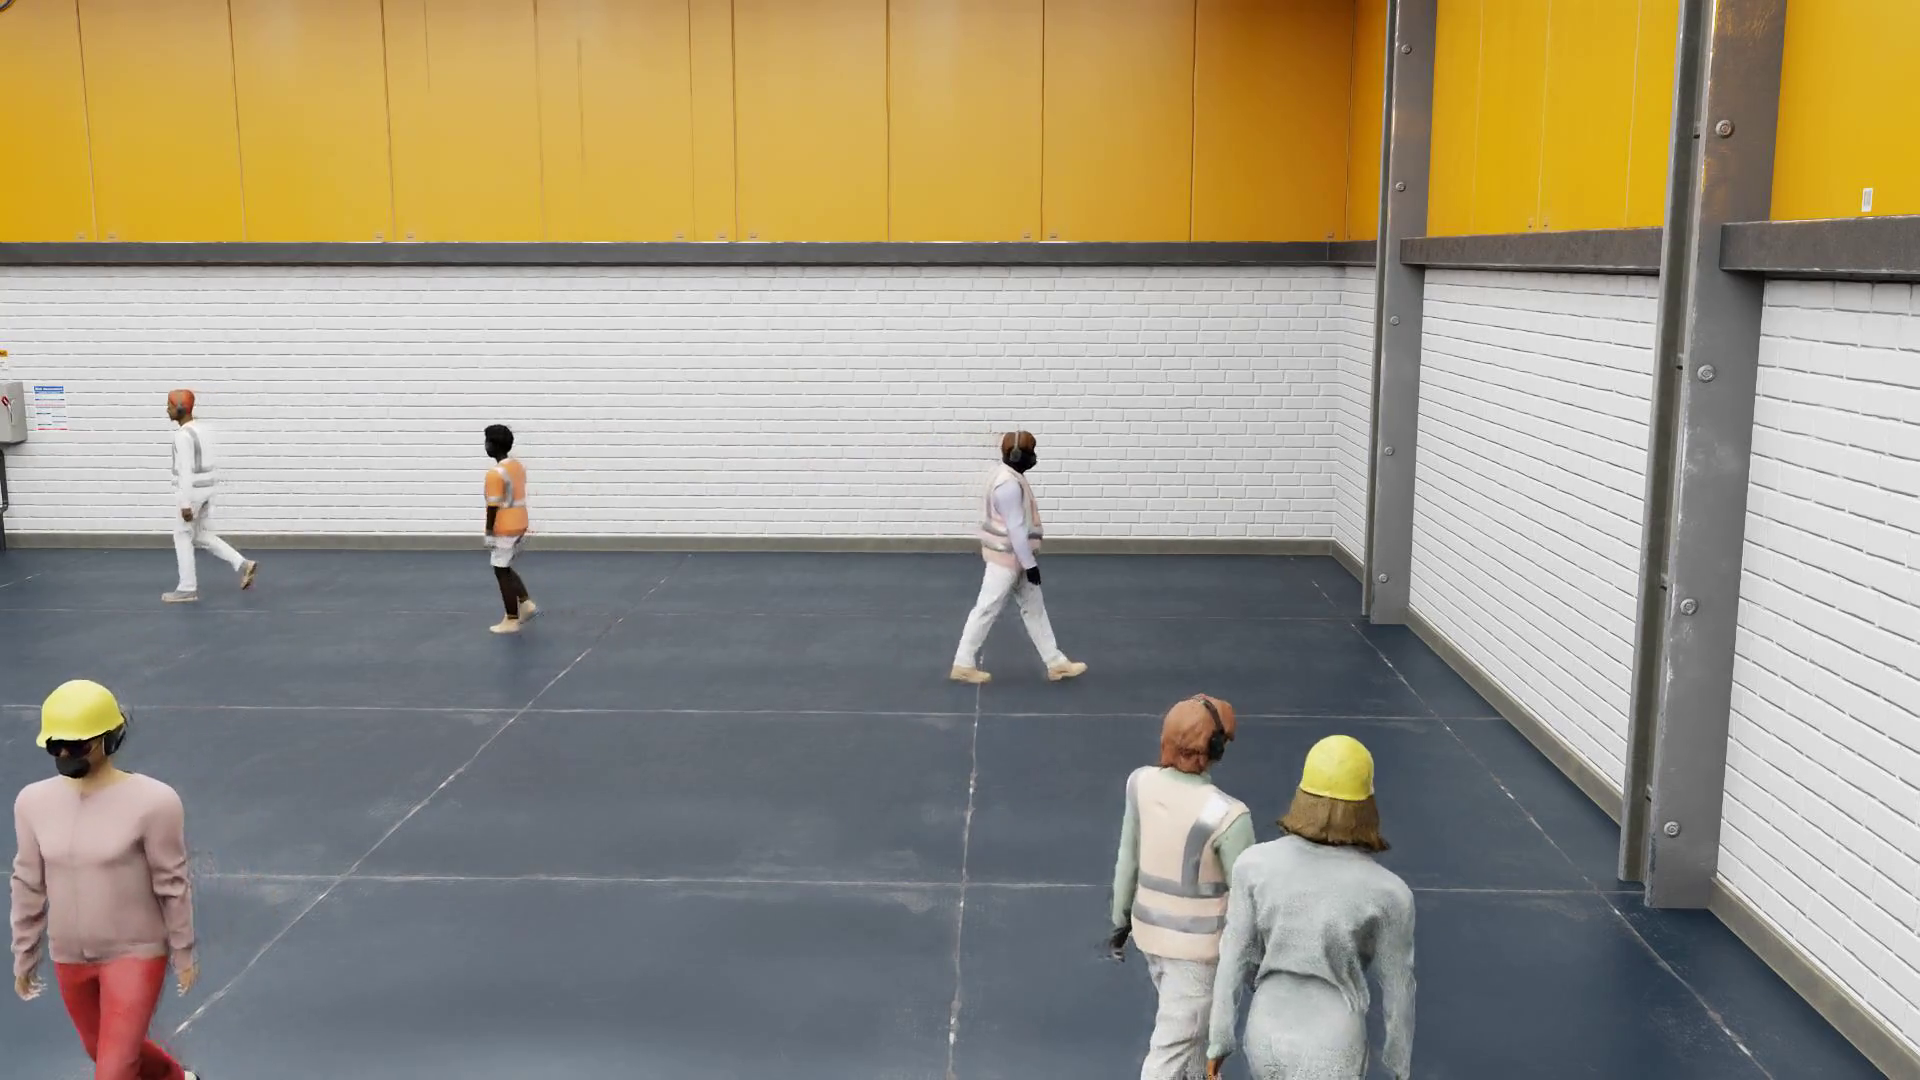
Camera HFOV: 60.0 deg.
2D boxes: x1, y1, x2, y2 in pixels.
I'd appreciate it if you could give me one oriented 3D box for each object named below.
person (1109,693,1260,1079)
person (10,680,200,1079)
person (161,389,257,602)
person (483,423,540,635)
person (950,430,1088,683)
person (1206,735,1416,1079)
[{"bbox_3d":[0.807,1.280,5.378,0.794,1.604,0.545,-7,12,-35],"label":"person"},{"bbox_3d":[-2.644,1.253,5.210,0.534,1.733,0.851,1,10,5],"label":"person"},{"bbox_3d":[-6.584,-0.387,14.436,0.698,1.861,0.588,-1,10,-4],"label":"person"},{"bbox_3d":[-3.608,-0.079,13.151,0.370,1.676,0.547,1,10,8],"label":"person"},{"bbox_3d":[0.380,0.133,11.611,0.978,1.795,0.620,1,10,7],"label":"person"},{"bbox_3d":[0.988,1.371,4.551,0.499,1.708,0.714,6,12,33],"label":"person"}]
